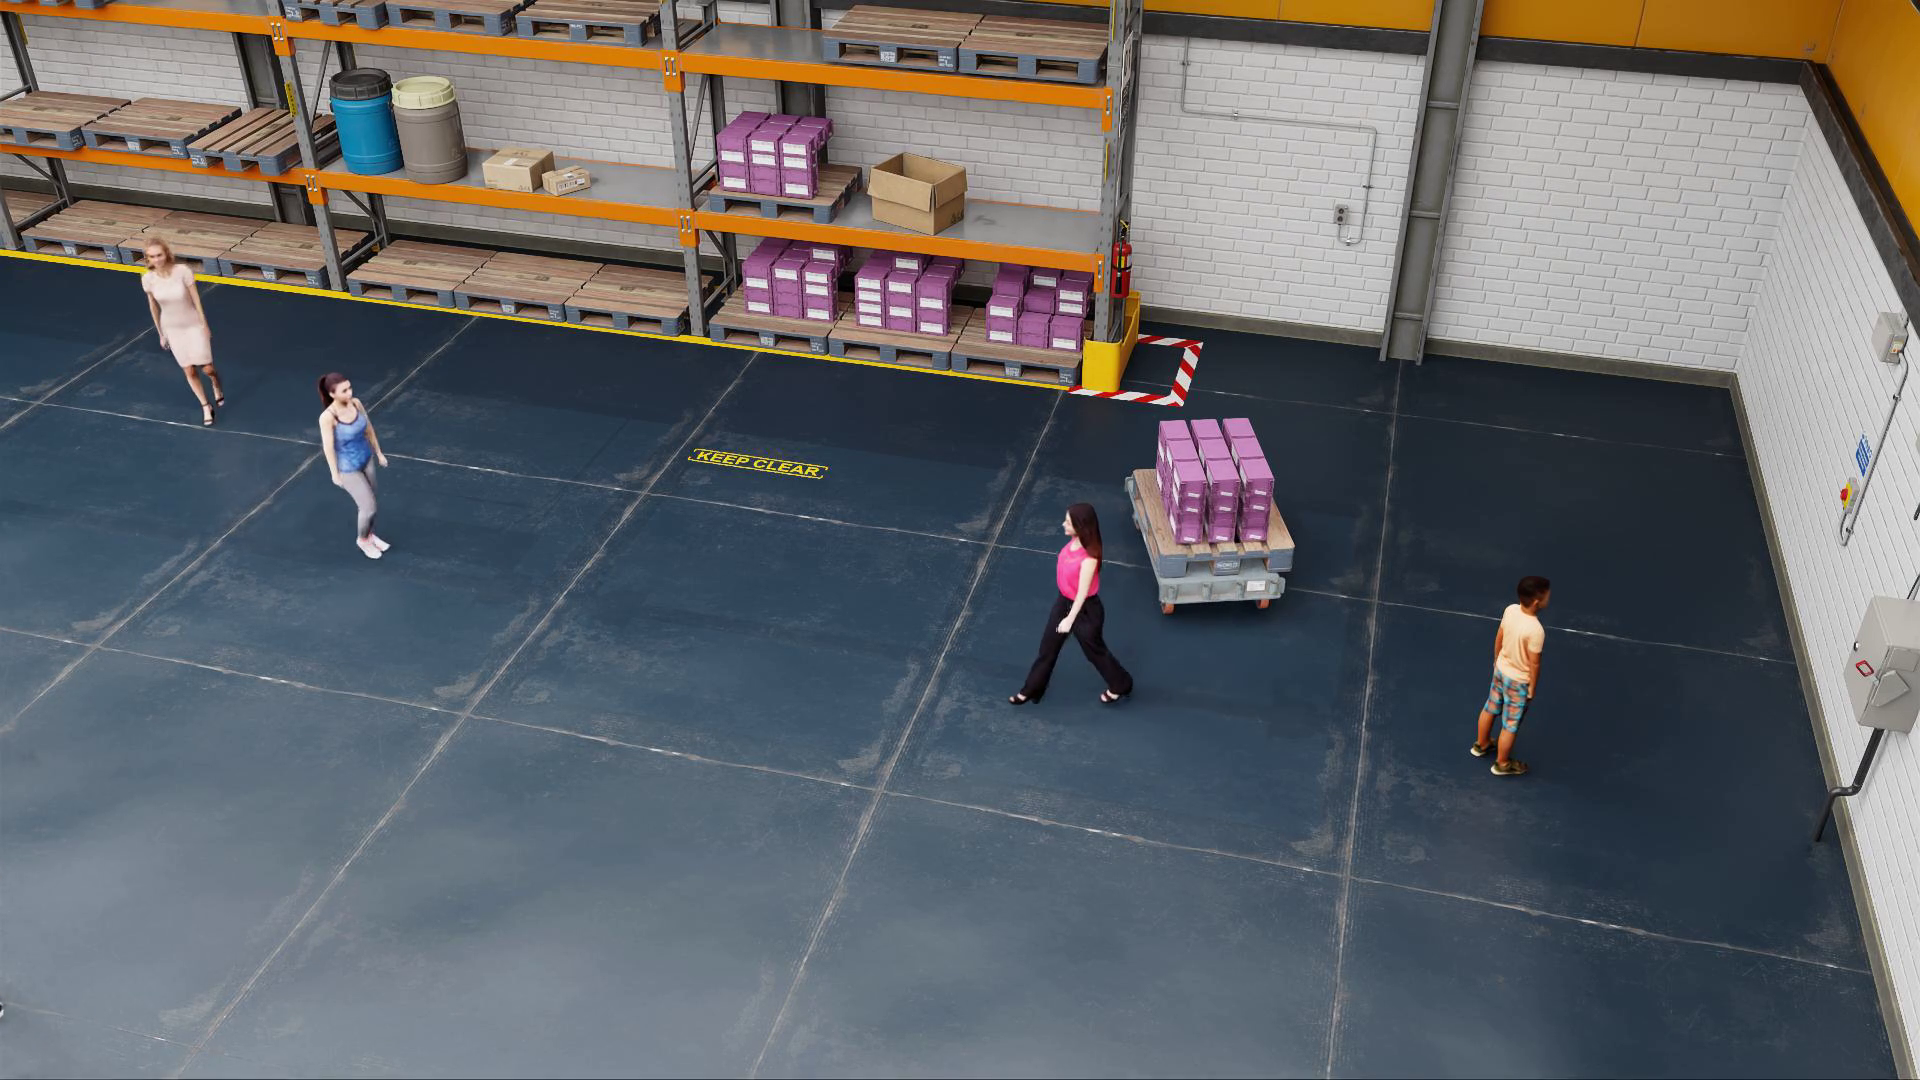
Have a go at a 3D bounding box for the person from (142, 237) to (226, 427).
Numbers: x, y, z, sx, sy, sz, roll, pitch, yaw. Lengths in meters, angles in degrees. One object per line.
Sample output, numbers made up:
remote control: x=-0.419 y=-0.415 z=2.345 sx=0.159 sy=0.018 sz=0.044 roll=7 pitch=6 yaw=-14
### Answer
person: x=-6.735 y=-1.853 z=14.470 sx=0.791 sy=1.812 sz=0.816 roll=-9 pitch=35 yaw=-13

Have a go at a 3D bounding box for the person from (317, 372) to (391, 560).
person: x=-4.693 y=-0.582 z=12.752 sx=0.601 sy=1.597 sz=0.595 roll=12 pitch=35 yaw=17

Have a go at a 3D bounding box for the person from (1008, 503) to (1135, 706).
person: x=0.871 y=0.487 z=11.124 sx=1.159 sy=1.618 sz=0.952 roll=-9 pitch=35 yaw=-13

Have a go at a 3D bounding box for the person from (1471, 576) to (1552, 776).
person: x=3.569 y=0.857 z=10.710 sx=0.638 sy=1.460 sz=0.598 roll=-13 pitch=36 yaw=-19
